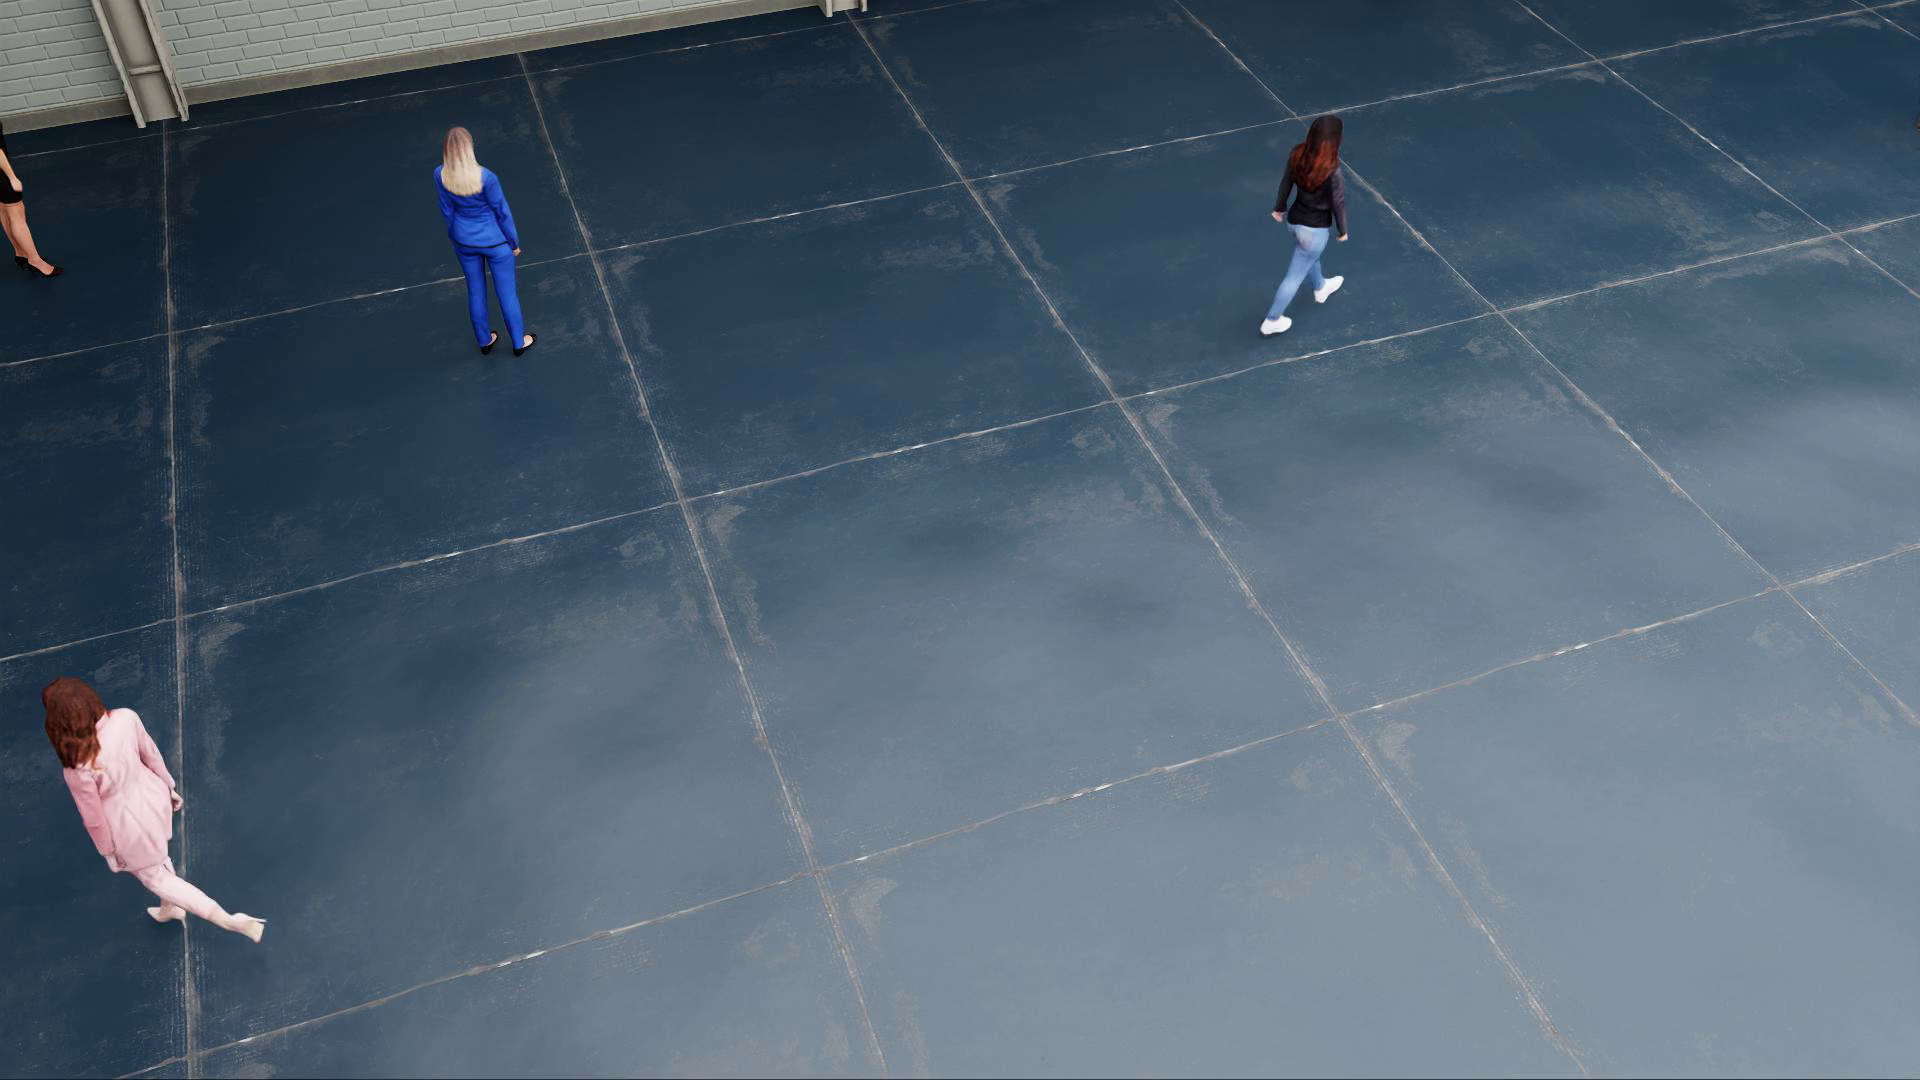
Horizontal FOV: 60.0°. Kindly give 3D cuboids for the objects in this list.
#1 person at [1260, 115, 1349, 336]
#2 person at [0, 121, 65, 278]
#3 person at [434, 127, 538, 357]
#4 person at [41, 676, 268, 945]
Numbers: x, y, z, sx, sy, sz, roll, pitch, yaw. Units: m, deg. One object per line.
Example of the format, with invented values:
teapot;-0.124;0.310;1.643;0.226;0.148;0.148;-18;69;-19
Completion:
person;2.305;-2.097;11.284;1.087;1.605;0.786;-23;48;-22
person;-6.837;-2.616;11.809;0.636;1.647;0.627;34;53;31
person;-3.184;-1.972;11.080;0.655;1.701;0.774;6;43;7
person;-3.658;1.291;7.526;1.111;1.782;0.994;13;45;13
